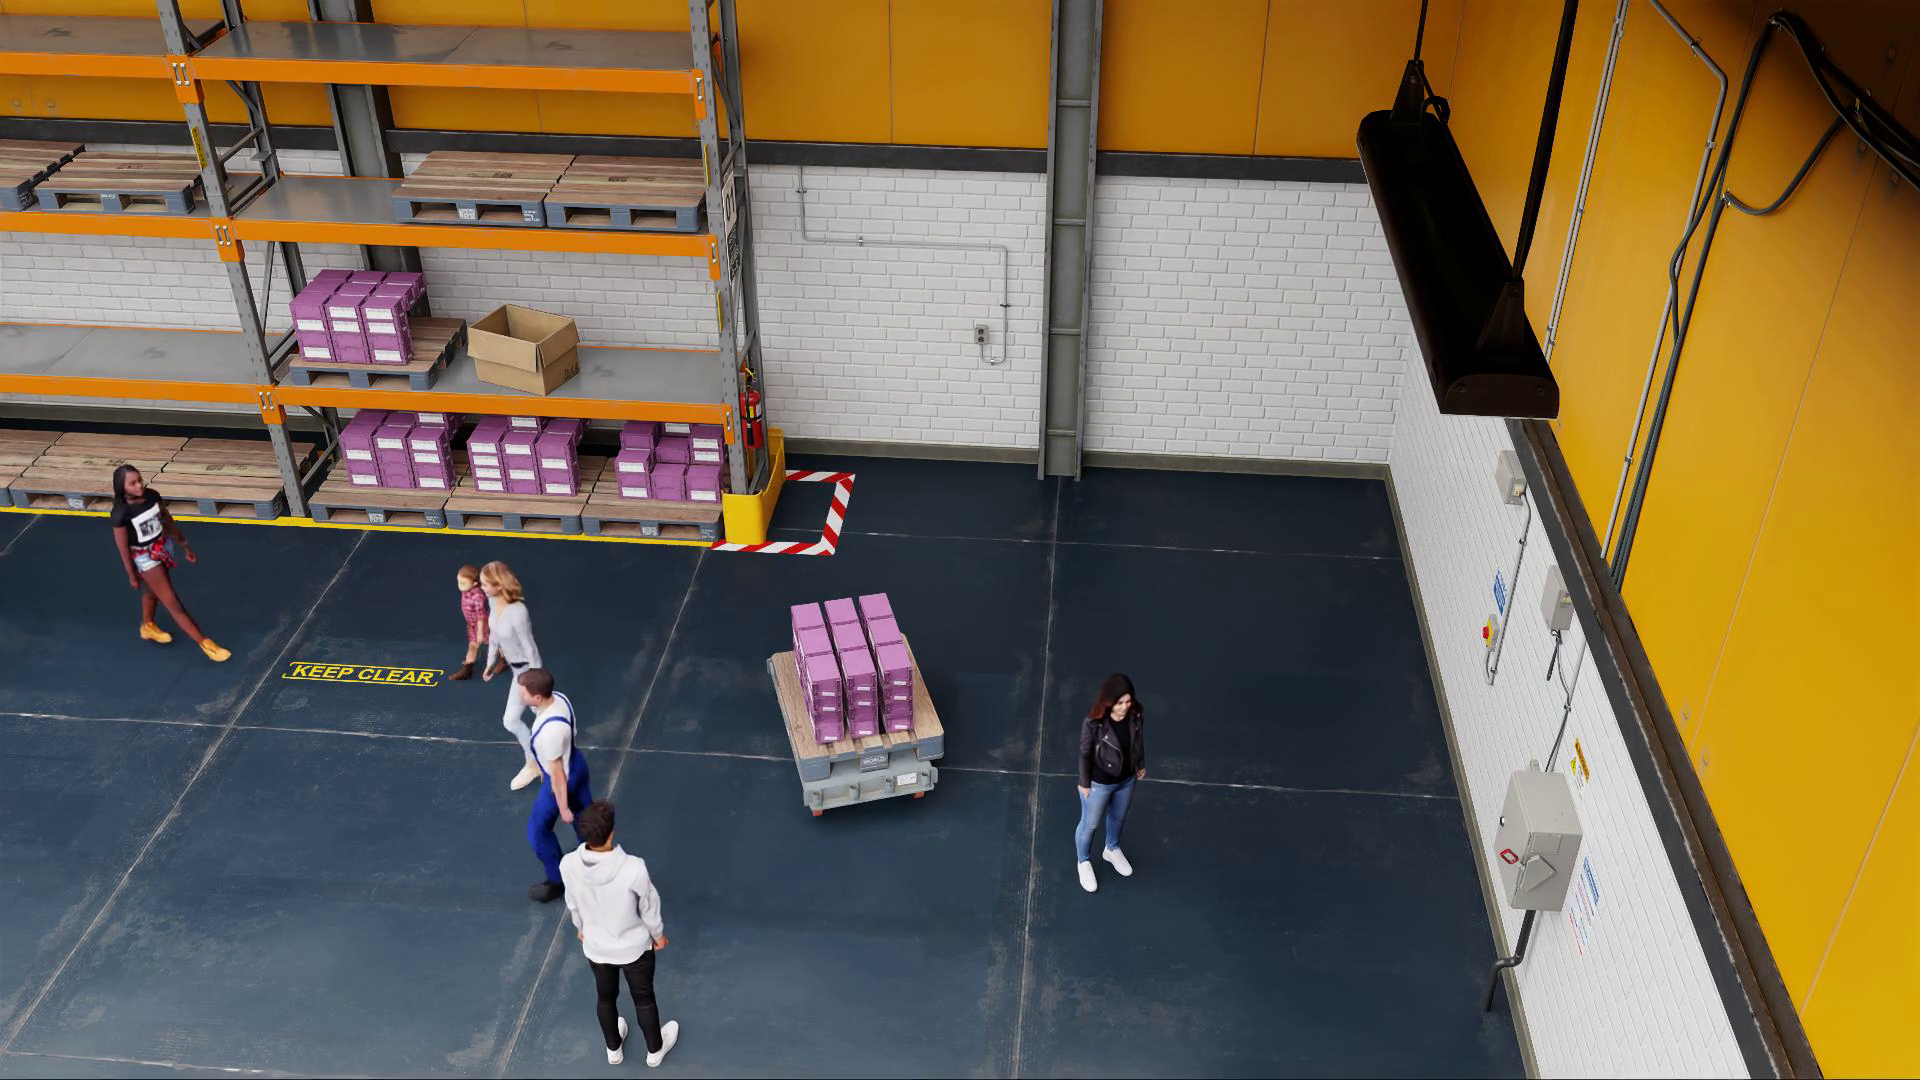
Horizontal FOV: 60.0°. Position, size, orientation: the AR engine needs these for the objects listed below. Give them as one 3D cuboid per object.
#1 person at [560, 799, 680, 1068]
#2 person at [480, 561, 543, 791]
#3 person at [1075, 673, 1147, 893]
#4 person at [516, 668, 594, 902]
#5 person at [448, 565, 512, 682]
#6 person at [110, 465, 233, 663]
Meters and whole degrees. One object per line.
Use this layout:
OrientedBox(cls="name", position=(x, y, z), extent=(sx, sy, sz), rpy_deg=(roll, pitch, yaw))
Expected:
OrientedBox(cls="person", position=(-1.925, 2.230, 9.329), extent=(0.514, 1.930, 0.723), rpy_deg=(3, 34, 5))
OrientedBox(cls="person", position=(-2.933, 0.870, 11.518), extent=(0.876, 1.772, 0.808), rpy_deg=(-22, 39, -29))
OrientedBox(cls="person", position=(0.956, 1.519, 10.662), extent=(0.684, 1.638, 0.787), rpy_deg=(-17, 37, -23))
OrientedBox(cls="person", position=(-2.400, 1.534, 10.469), extent=(0.788, 1.826, 0.663), rpy_deg=(2, 34, 2))
OrientedBox(cls="person", position=(-3.585, 0.607, 12.609), extent=(0.742, 1.001, 0.695), rpy_deg=(-26, 42, -34))
OrientedBox(cls="person", position=(-6.202, 0.169, 12.662), extent=(1.237, 1.672, 0.799), rpy_deg=(10, 35, 15))
